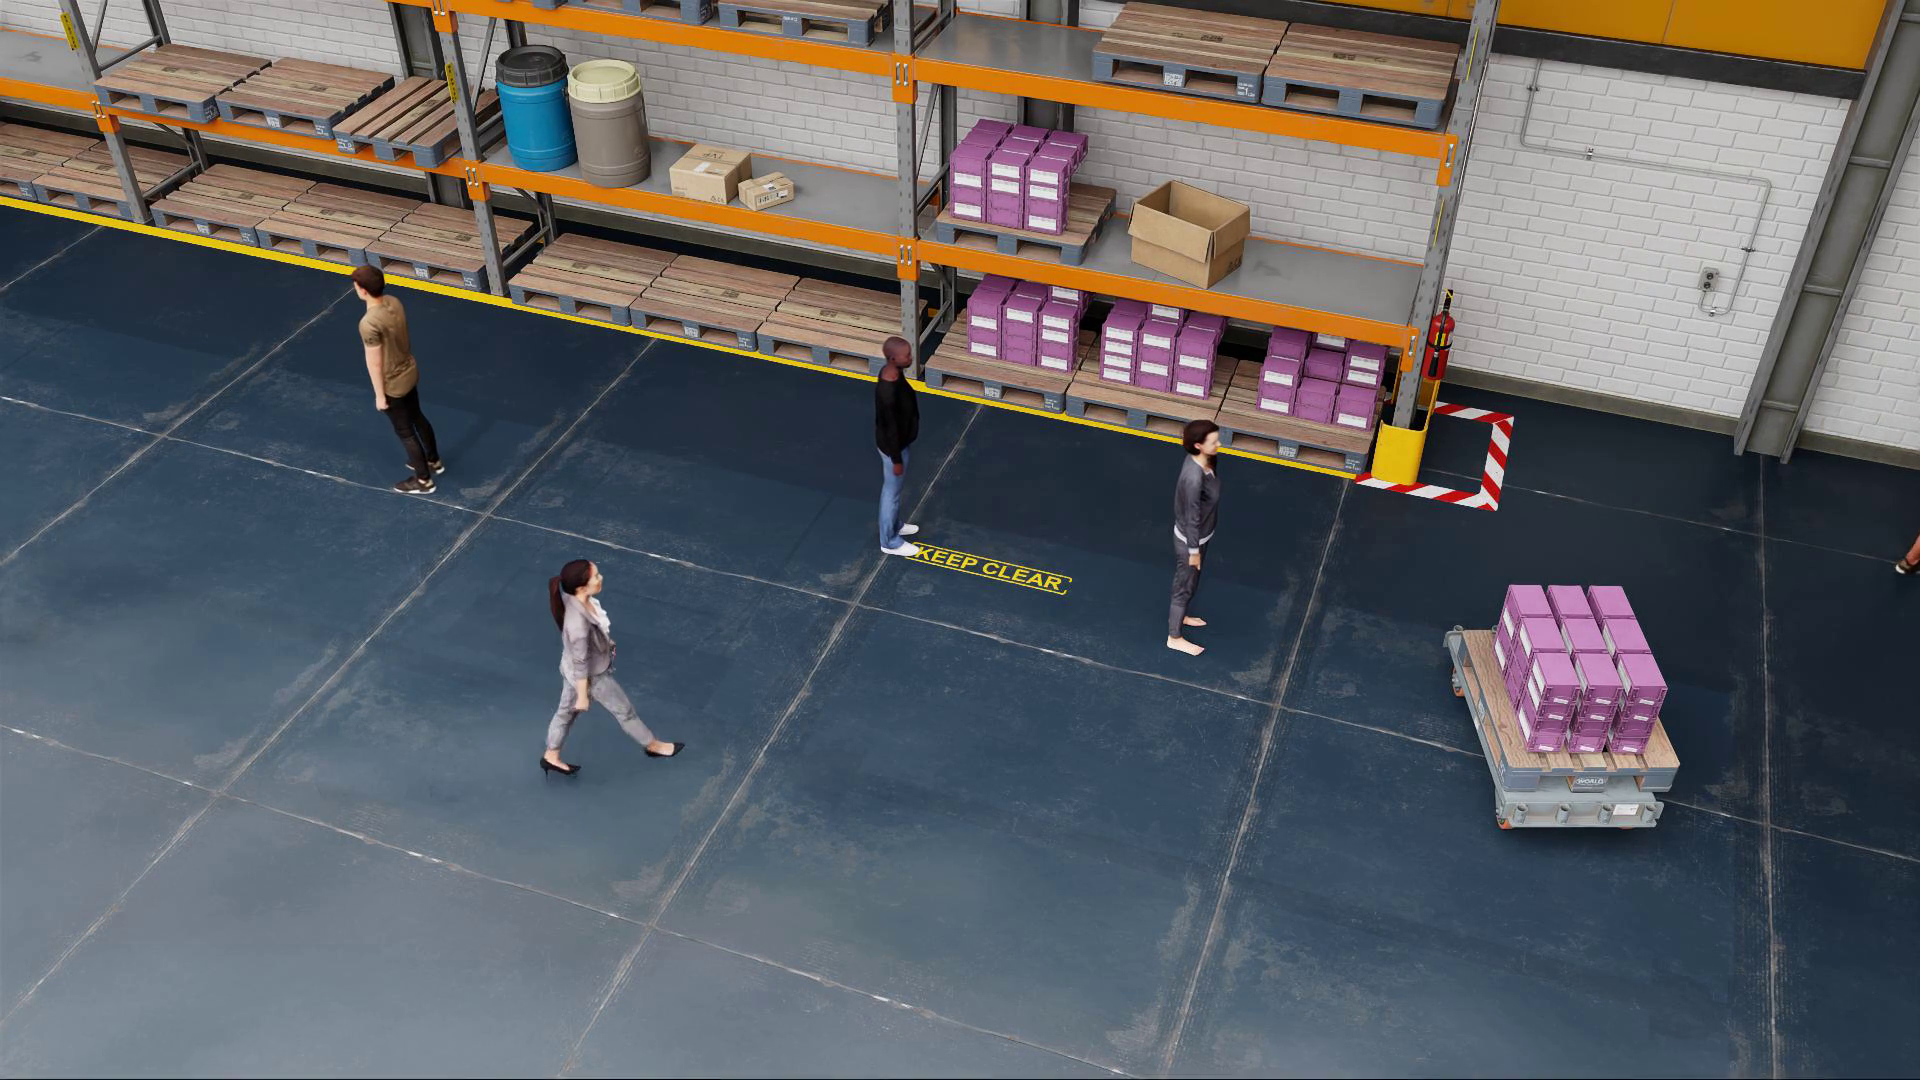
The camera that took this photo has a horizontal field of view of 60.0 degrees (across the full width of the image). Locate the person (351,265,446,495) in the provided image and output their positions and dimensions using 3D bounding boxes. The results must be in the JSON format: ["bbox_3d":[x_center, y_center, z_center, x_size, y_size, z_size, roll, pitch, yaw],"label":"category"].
[{"bbox_3d":[-4.140,-1.184,12.252,0.646,1.848,0.708,4,39,5],"label":"person"}]

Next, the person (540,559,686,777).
[{"bbox_3d":[-2.309,0.825,9.924,1.182,1.614,1.058,-12,40,-14],"label":"person"}]

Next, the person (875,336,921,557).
[{"bbox_3d":[-0.463,-0.676,11.697,0.655,1.748,0.669,-1,39,-1],"label":"person"}]

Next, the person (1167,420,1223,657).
[{"bbox_3d":[1.524,-0.043,10.888,0.578,1.768,0.651,6,39,8],"label":"person"}]
